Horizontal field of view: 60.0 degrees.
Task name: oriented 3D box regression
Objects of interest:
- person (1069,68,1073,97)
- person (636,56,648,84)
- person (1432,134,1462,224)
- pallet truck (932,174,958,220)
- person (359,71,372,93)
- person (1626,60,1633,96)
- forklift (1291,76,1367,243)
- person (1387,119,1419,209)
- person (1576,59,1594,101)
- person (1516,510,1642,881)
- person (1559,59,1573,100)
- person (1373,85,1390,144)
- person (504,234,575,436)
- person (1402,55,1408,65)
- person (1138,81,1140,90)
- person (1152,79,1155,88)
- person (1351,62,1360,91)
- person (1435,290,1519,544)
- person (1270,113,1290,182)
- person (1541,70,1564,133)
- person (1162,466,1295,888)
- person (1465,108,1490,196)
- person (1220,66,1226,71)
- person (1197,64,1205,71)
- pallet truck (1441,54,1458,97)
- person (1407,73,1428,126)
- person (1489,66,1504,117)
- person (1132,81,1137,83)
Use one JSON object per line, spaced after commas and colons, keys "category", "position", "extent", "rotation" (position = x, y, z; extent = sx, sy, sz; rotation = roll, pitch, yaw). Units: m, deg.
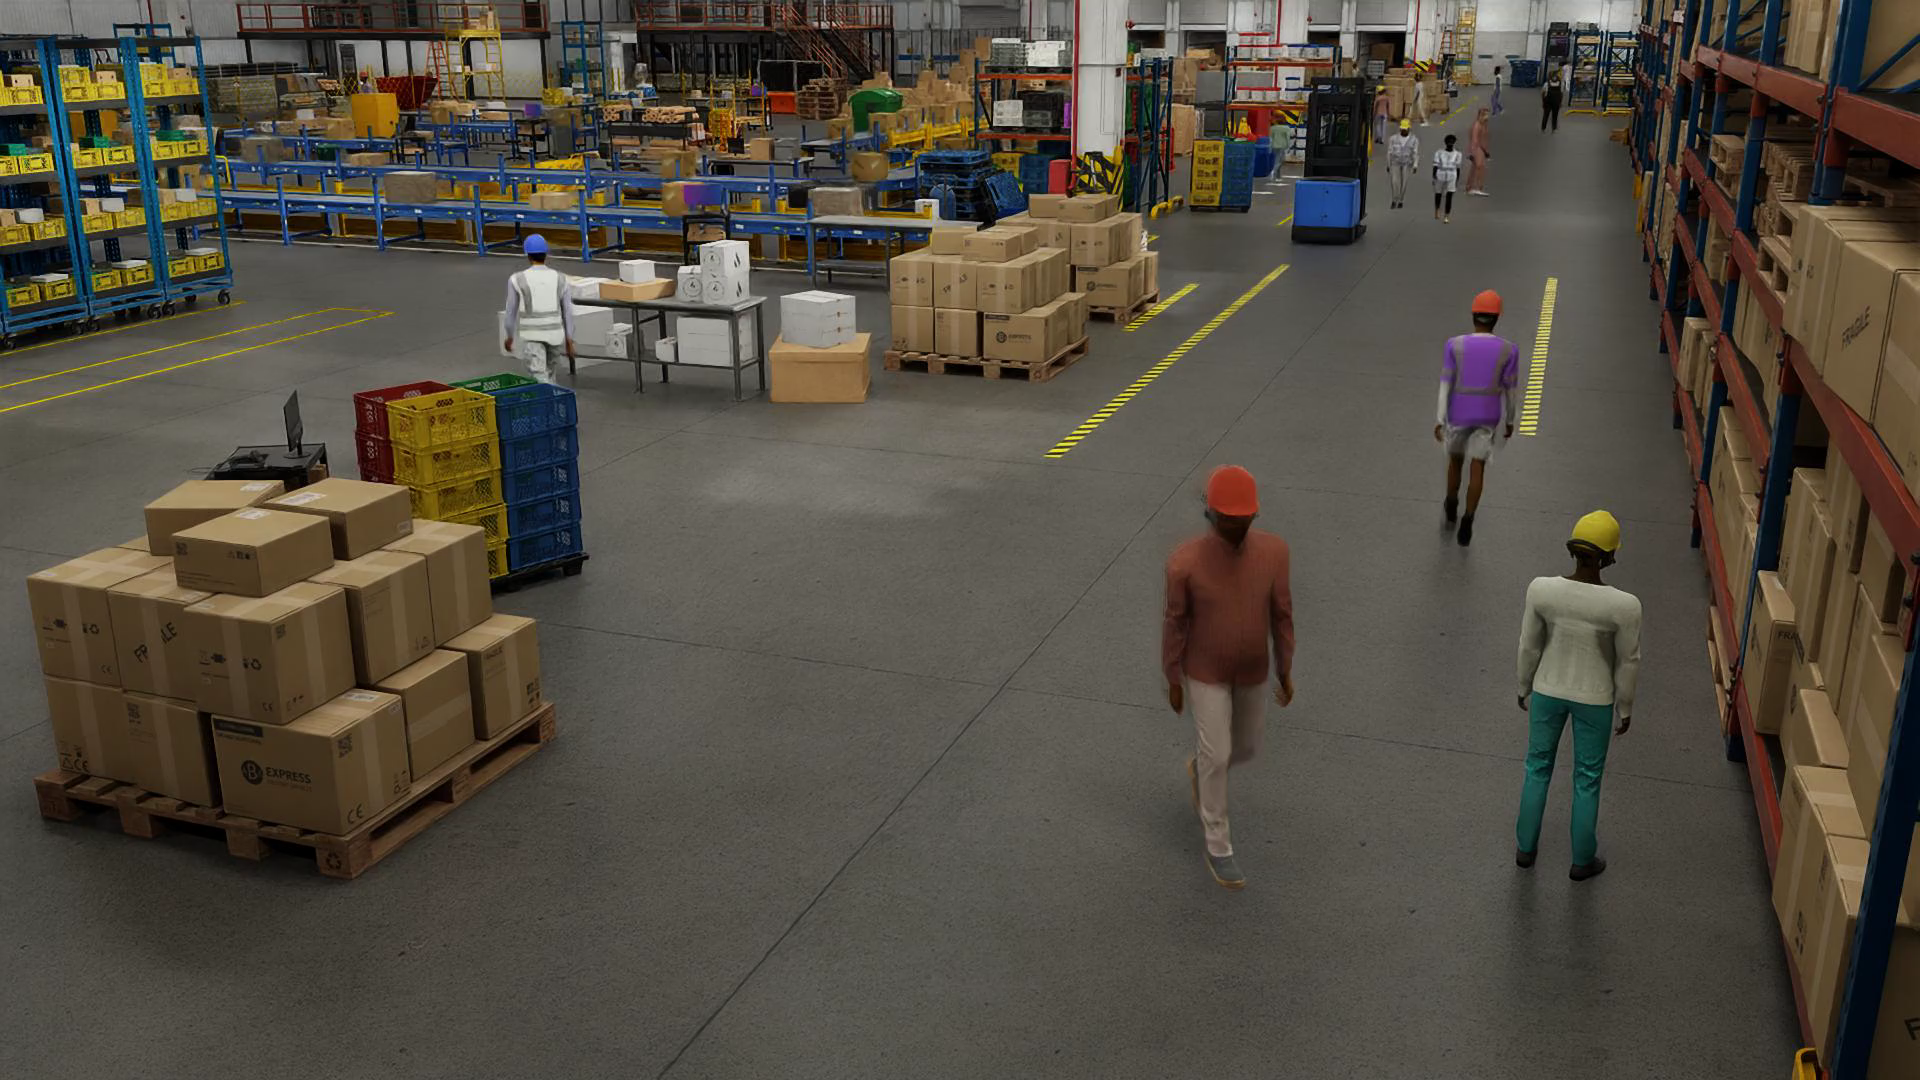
{"category": "person", "position": [5.298, -21.580, 77.513], "extent": [0.464, 1.922, 0.641], "rotation": [5, 18, 16]}
{"category": "person", "position": [-15.003, -21.802, 78.307], "extent": [0.585, 1.868, 0.647], "rotation": [6, 19, 17]}
{"category": "person", "position": [9.335, -6.952, 31.936], "extent": [0.535, 1.679, 0.699], "rotation": [5, 18, 15]}
{"category": "pallet truck", "position": [-0.507, -5.292, 27.348], "extent": [0.653, 1.274, 1.630], "rotation": [6, 19, 19]}
{"category": "person", "position": [-19.379, -14.260, 54.319], "extent": [0.372, 2.044, 0.607], "rotation": [-13, 22, -35]}
{"category": "person", "position": [32.111, -22.102, 79.529], "extent": [0.531, 1.692, 0.320], "rotation": [-14, 22, -36]}
{"category": "forklift", "position": [6.598, -6.755, 29.381], "extent": [1.129, 2.768, 1.873], "rotation": [6, 19, 19]}
{"category": "person", "position": [9.027, -7.655, 33.948], "extent": [0.626, 1.800, 0.807], "rotation": [5, 18, 15]}
{"category": "person", "position": [28.217, -20.693, 74.817], "extent": [0.937, 1.877, 0.660], "rotation": [16, 24, 41]}
{"category": "person", "position": [2.851, 0.717, 7.711], "extent": [0.535, 1.767, 0.315], "rotation": [12, 21, 33]}
{"category": "person", "position": [27.623, -20.997, 75.880], "extent": [0.848, 1.815, 0.632], "rotation": [9, 20, 25]}
{"category": "person", "position": [12.868, -13.009, 50.884], "extent": [0.577, 1.732, 0.566], "rotation": [-2, 18, -8]}
{"category": "person", "position": [-3.977, -1.952, 15.878], "extent": [0.614, 1.916, 0.955], "rotation": [-12, 21, -33]}
{"category": "person", "position": [23.250, -24.466, 86.945], "extent": [0.364, 1.705, 0.514], "rotation": [3, 18, 9]}
{"category": "person", "position": [9.226, -24.036, 85.186], "extent": [0.377, 1.950, 0.612], "rotation": [3, 18, 9]}
{"category": "person", "position": [6.593, -15.080, 57.407], "extent": [0.688, 1.711, 0.556], "rotation": [-13, 22, -35]}
{"category": "person", "position": [16.920, -19.512, 71.162], "extent": [0.547, 1.831, 0.464], "rotation": [-16, 24, -41]}
{"category": "person", "position": [3.984, -0.977, 12.820], "extent": [0.576, 1.892, 0.941], "rotation": [6, 18, 17]}
{"category": "person", "position": [7.527, -9.272, 39.339], "extent": [0.509, 1.613, 0.609], "rotation": [16, 24, 41]}
{"category": "person", "position": [19.727, -14.590, 55.362], "extent": [0.687, 2.000, 0.536], "rotation": [2, 18, 6]}
{"category": "person", "position": [1.230, 0.576, 7.827], "extent": [0.616, 1.972, 0.784], "rotation": [-5, 18, -16]}
{"category": "person", "position": [11.489, -8.505, 36.508], "extent": [0.727, 1.885, 0.648], "rotation": [9, 20, 26]}
{"category": "person", "position": [10.529, -18.017, 66.490], "extent": [0.975, 1.828, 0.513], "rotation": [-8, 19, -23]}
{"category": "person", "position": [9.567, -17.704, 65.345], "extent": [0.773, 1.918, 0.544], "rotation": [5, 18, 15]}
{"category": "pallet truck", "position": [22.765, -21.886, 78.355], "extent": [0.823, 1.965, 1.885], "rotation": [-4, 18, -14]}
{"category": "person", "position": [16.121, -15.503, 58.595], "extent": [0.967, 1.827, 0.538], "rotation": [1, 18, 2]}
{"category": "person", "position": [20.646, -17.237, 63.914], "extent": [0.462, 1.904, 0.592], "rotation": [5, 18, 14]}
{"category": "person", "position": [9.590, -26.845, 94.123], "extent": [0.944, 1.892, 0.601], "rotation": [15, 23, 40]}
